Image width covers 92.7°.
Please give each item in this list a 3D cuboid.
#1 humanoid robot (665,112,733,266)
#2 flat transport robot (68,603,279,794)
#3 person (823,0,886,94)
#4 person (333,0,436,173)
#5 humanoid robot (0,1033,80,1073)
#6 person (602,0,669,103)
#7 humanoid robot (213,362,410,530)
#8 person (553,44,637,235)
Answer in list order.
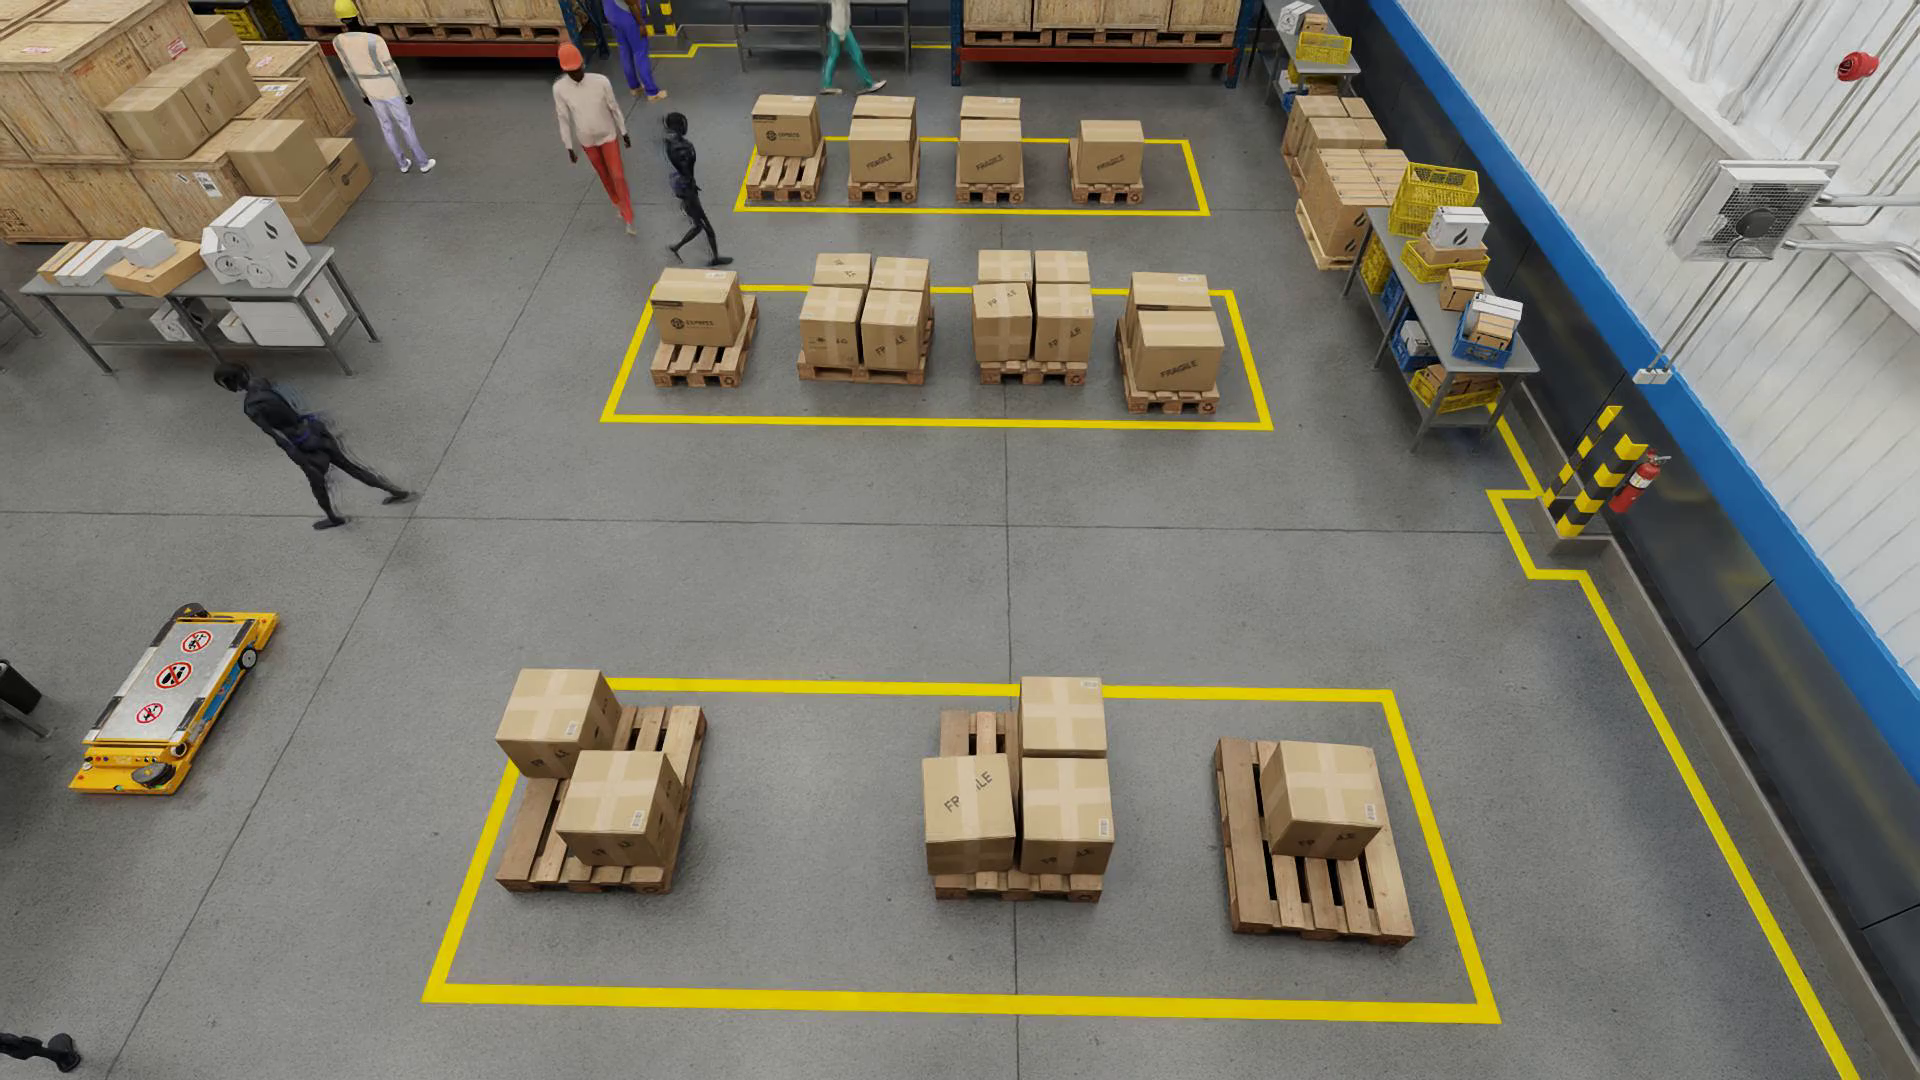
[{"bbox_3d":[-2.844,-3.613,9.506,0.608,1.627,0.621,-13,51,-11],"label":"humanoid robot"},{"bbox_3d":[-5.504,1.072,6.442,0.652,0.197,1.431,1,50,1],"label":"flat transport robot"},{"bbox_3d":[-1.502,-6.812,12.181,0.893,1.720,0.535,-14,51,-12],"label":"person"},{"bbox_3d":[-6.790,-5.296,10.772,0.588,1.919,0.401,-1,50,-1],"label":"person"},{"bbox_3d":[-5.066,2.424,4.383,0.324,1.658,0.602,19,52,15],"label":"humanoid robot"},{"bbox_3d":[-4.338,-6.858,12.011,0.689,2.000,0.536,29,56,22],"label":"person"},{"bbox_3d":[-5.013,-0.767,7.133,0.745,1.611,0.628,-12,51,-10],"label":"humanoid robot"},{"bbox_3d":[-3.920,-4.263,9.867,0.660,1.950,0.959,-10,51,-9],"label":"person"}]
